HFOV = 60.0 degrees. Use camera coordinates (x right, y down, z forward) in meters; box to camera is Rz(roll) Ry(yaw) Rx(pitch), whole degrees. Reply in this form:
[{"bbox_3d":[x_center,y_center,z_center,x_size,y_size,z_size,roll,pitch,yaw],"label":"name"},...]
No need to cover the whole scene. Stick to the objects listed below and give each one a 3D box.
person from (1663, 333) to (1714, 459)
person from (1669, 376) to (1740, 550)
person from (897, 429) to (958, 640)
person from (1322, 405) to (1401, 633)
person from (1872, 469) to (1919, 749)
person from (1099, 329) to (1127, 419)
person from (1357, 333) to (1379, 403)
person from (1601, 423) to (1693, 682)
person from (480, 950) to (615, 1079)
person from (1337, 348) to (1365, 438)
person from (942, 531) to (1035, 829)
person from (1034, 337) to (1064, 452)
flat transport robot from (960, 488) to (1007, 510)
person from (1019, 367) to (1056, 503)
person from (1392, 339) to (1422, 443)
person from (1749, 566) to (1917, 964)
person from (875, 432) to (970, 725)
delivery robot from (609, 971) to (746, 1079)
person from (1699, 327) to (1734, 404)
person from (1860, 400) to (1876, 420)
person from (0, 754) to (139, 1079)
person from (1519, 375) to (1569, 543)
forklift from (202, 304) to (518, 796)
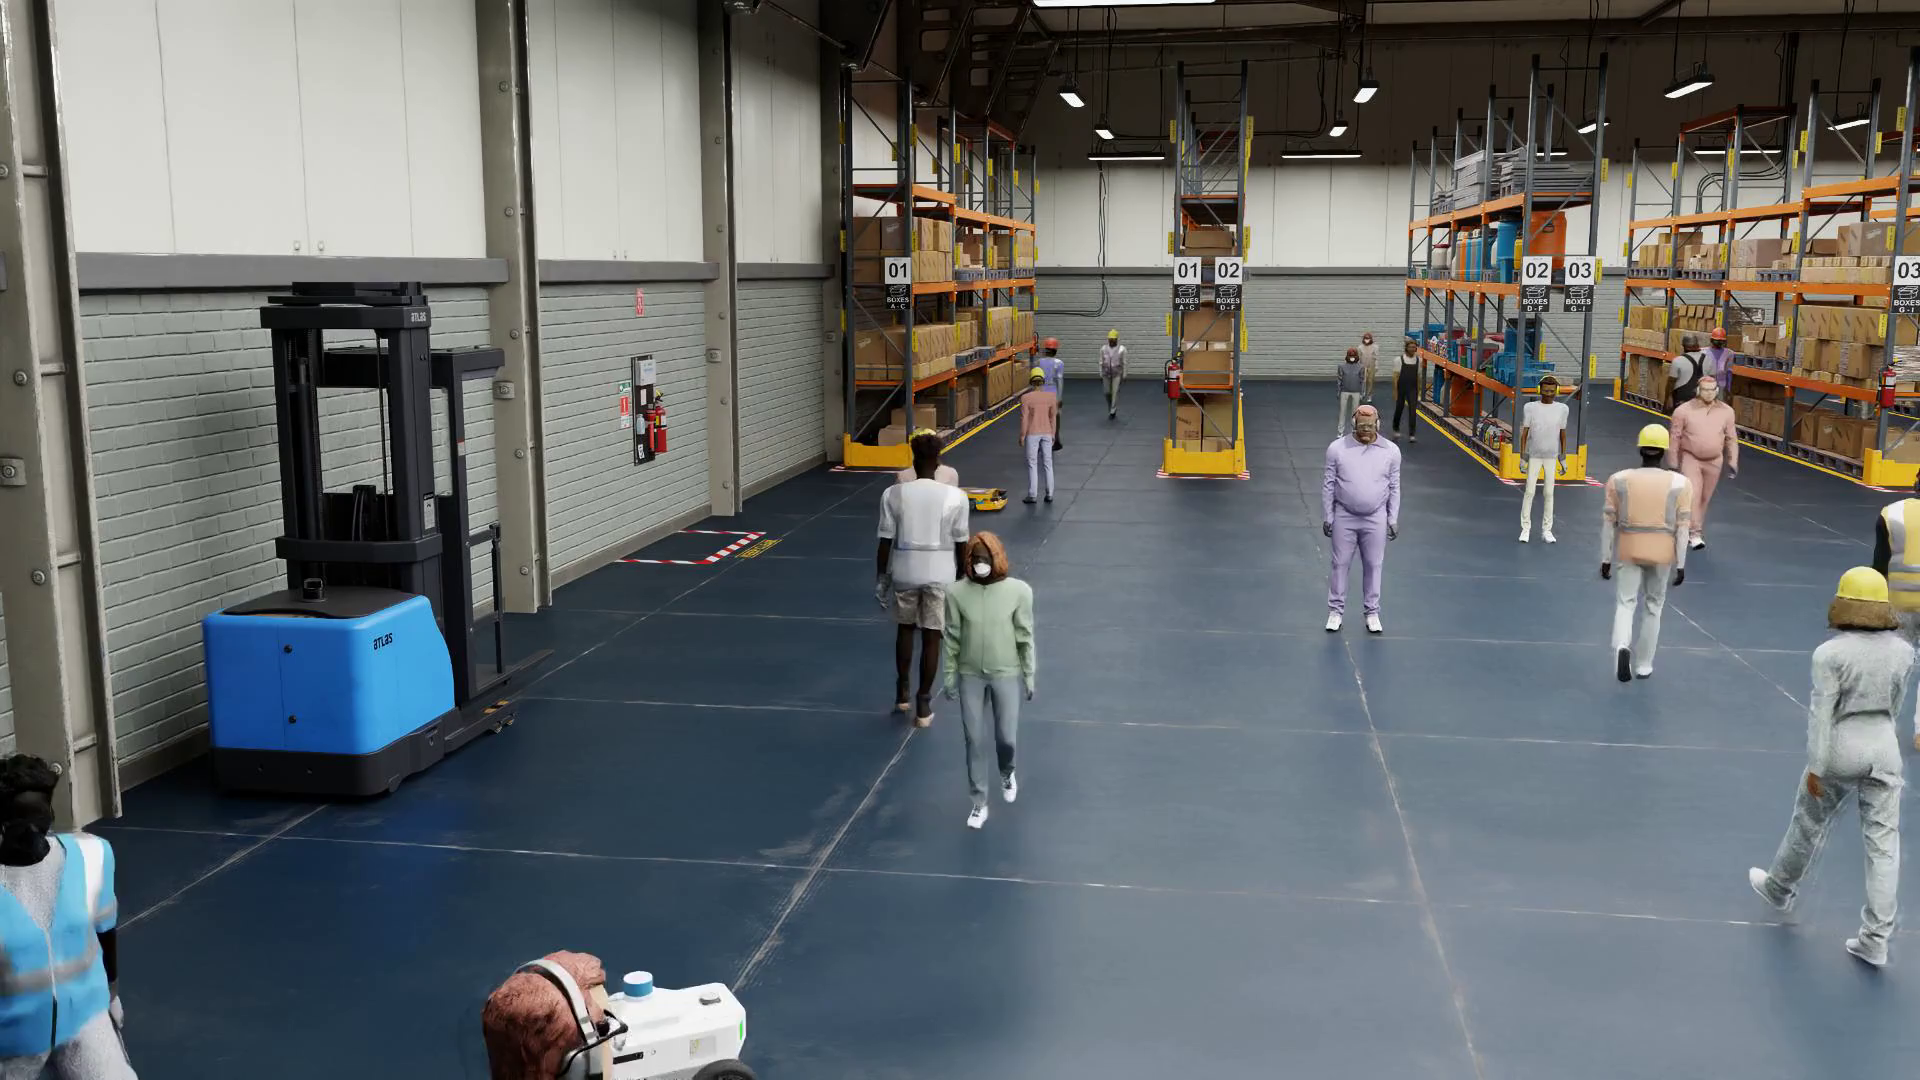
[{"bbox_3d":[11.625,-2.305,26.712,0.712,2.000,0.703,-1,9,-8],"label":"person"},{"bbox_3d":[8.053,-0.820,17.946,0.666,1.861,0.947,1,9,5],"label":"person"},{"bbox_3d":[-0.271,-0.057,13.701,0.549,1.711,0.922,-1,9,-8],"label":"person"},{"bbox_3d":[3.345,-0.179,13.894,0.641,1.904,0.406,2,9,10],"label":"person"},{"bbox_3d":[6.143,0.400,10.583,0.631,1.823,0.503,6,11,31],"label":"person"},{"bbox_3d":[3.144,-3.409,34.084,0.598,1.815,0.583,3,10,19],"label":"person"},{"bbox_3d":[9.297,-3.920,37.940,0.497,1.585,0.877,3,10,20],"label":"person"},{"bbox_3d":[4.990,0.106,12.137,0.591,1.907,0.744,4,10,26],"label":"person"},{"bbox_3d":[-0.764,1.632,2.858,0.645,1.870,0.933,8,12,42],"label":"person"},{"bbox_3d":[7.019,-2.639,29.893,0.499,1.633,0.283,2,9,10],"label":"person"},{"bbox_3d":[0.156,0.742,9.079,0.515,1.616,0.419,2,9,11],"label":"person"},{"bbox_3d":[1.462,-2.427,27.764,0.552,1.906,0.905,5,10,27],"label":"person"},{"bbox_3d":[-0.145,-0.540,21.271,1.431,0.197,0.652,1,9,9],"label":"flat transport robot"},{"bbox_3d":[1.003,-1.360,21.601,0.528,1.765,0.327,-4,10,-24],"label":"person"},{"bbox_3d":[7.918,-2.668,29.539,0.518,1.818,0.856,0,9,2],"label":"person"},{"bbox_3d":[3.972,0.964,7.473,0.486,1.697,0.901,0,9,-1],"label":"person"},{"bbox_3d":[-0.236,0.245,11.191,0.609,1.937,0.604,1,9,5],"label":"person"},{"bbox_3d":[-1.131,1.769,5.868,0.707,0.478,0.477,-4,10,-26],"label":"delivery robot"},{"bbox_3d":[13.026,-2.650,28.727,0.605,2.036,0.388,2,9,10],"label":"person"},{"bbox_3d":[17.739,-3.121,32.391,0.590,1.800,0.901,4,10,21],"label":"person"},{"bbox_3d":[-2.593,1.426,4.740,0.850,1.650,0.544,8,12,41],"label":"person"},{"bbox_3d":[6.486,-0.903,18.479,0.519,1.865,0.328,2,9,10],"label":"person"},{"bbox_3d":[-3.673,-0.038,10.147,1.129,2.768,1.873,1,9,9],"label":"forklift"}]
